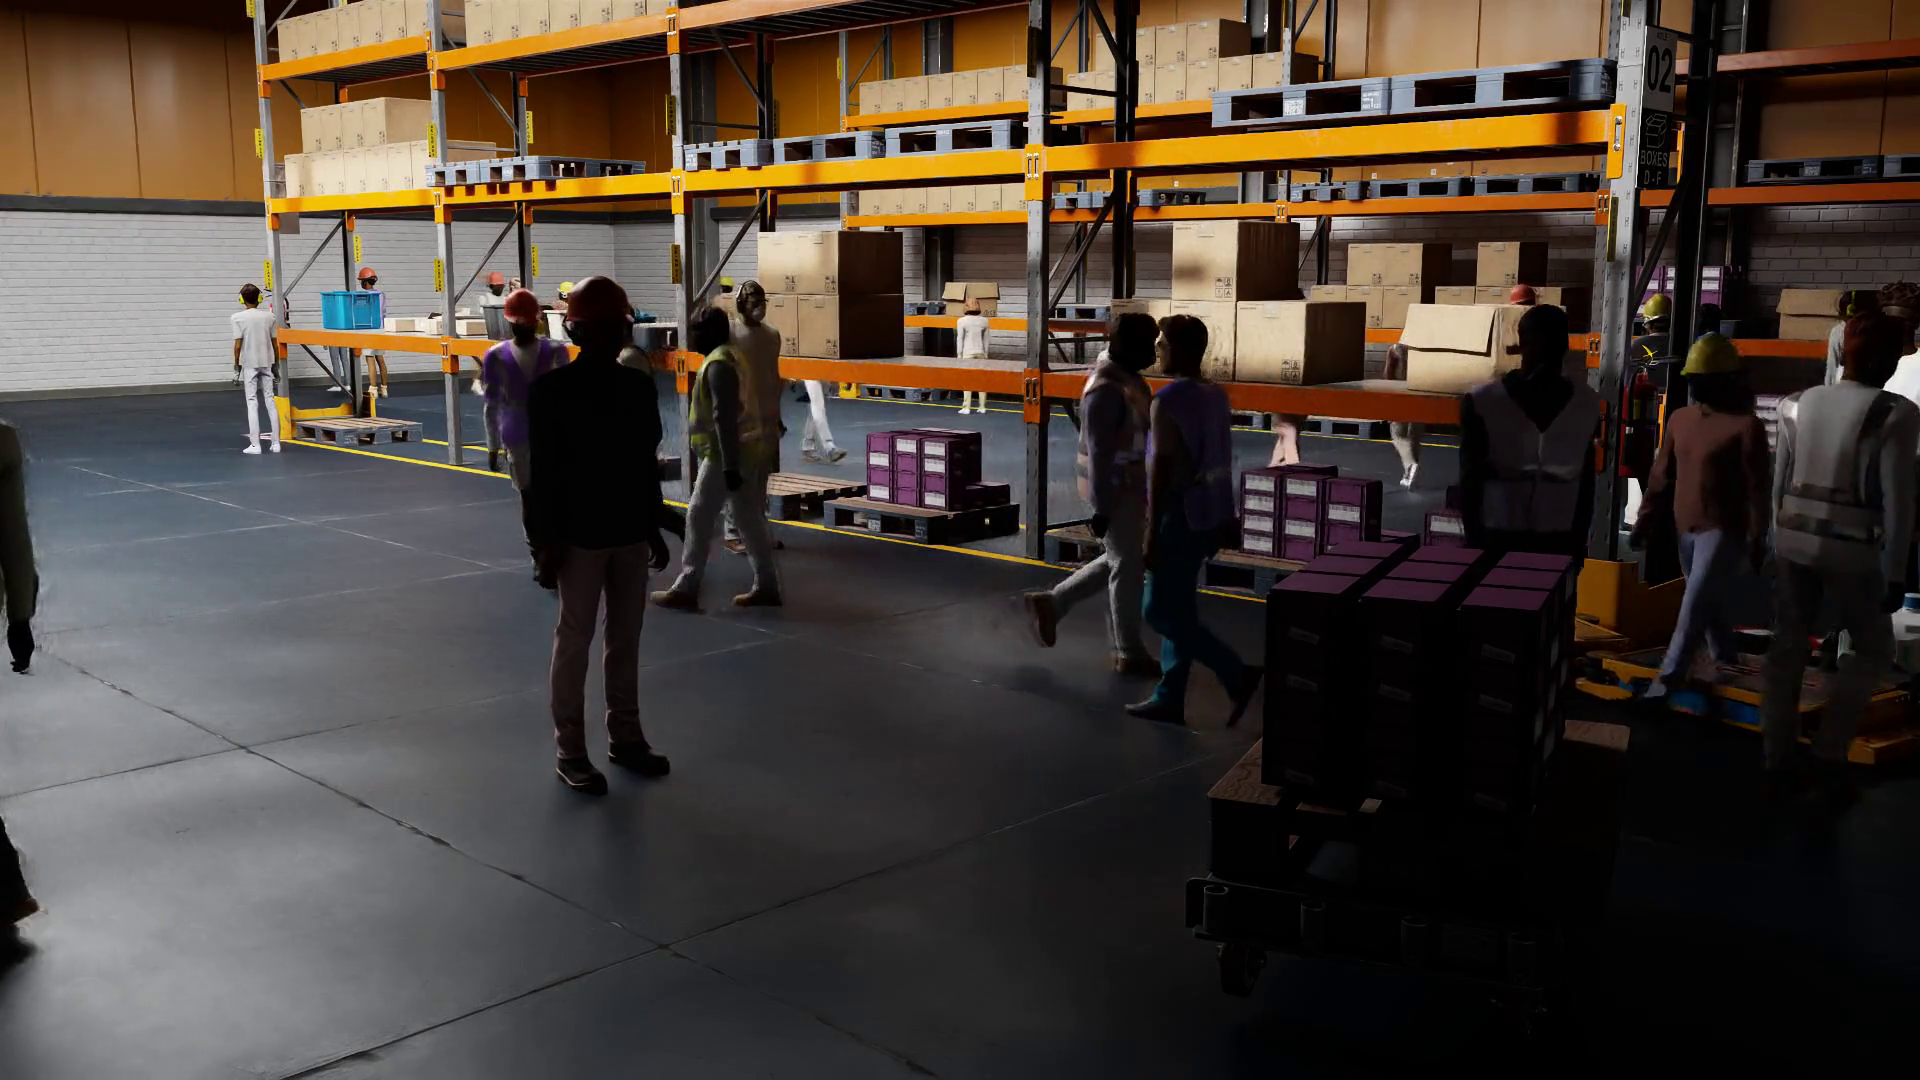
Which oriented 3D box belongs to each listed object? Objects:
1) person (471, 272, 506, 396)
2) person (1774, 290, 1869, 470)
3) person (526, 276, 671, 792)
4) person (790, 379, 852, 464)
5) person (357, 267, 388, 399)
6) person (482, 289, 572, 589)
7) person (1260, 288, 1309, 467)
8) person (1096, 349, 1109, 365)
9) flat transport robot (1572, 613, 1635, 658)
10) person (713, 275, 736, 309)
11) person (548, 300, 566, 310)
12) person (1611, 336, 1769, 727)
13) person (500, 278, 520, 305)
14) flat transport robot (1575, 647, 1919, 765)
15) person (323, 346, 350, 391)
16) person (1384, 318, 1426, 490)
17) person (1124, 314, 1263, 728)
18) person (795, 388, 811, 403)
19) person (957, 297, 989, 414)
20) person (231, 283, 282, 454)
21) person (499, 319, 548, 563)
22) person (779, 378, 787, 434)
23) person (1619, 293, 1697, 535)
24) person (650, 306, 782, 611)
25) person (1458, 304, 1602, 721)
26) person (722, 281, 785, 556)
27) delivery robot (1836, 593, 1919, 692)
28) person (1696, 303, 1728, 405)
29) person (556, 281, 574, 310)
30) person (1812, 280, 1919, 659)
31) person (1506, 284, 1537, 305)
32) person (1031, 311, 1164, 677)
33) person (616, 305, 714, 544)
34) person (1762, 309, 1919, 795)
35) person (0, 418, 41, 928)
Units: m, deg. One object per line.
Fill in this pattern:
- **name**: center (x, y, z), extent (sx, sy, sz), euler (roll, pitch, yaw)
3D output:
- **person**: center (-7.375, -3.246, 26.325), extent (1.047, 1.990, 0.663), euler (9, 13, 42)
- **person**: center (7.954, -1.349, 15.120), extent (0.865, 1.842, 0.526), euler (4, 10, 23)
- **person**: center (-1.399, -0.031, 6.538), extent (0.389, 1.992, 0.625), euler (7, 12, 38)
- **person**: center (-1.395, -1.707, 17.276), extent (0.613, 1.836, 0.959), euler (-8, 12, -40)
- **person**: center (-9.194, -3.220, 25.948), extent (0.371, 2.044, 0.608), euler (3, 10, 19)
- **person**: center (-2.696, -0.626, 10.504), extent (0.590, 1.890, 0.943), euler (-2, 9, -12)
- **person**: center (3.013, -1.349, 15.072), extent (0.641, 1.863, 0.977), euler (-4, 10, -22)
- **person**: center (1.309, -0.979, 13.444), extent (0.524, 1.639, 0.306), euler (-6, 11, -34)
- **flat transport robot**: center (2.655, 0.538, 8.323), extent (1.431, 0.197, 0.652), euler (-2, 9, -10)
- **person**: center (-4.179, -3.740, 29.600), extent (0.522, 1.939, 0.625), euler (-8, 12, -42)
- **person**: center (-5.397, -2.472, 22.688), extent (0.502, 1.611, 0.630), euler (7, 12, 36)
- **person**: center (3.230, -0.029, 7.356), extent (0.861, 1.727, 0.541), euler (-3, 10, -17)
- **person**: center (-6.107, -2.665, 22.989), extent (0.401, 1.901, 0.642), euler (1, 9, 6)
- **flat transport robot**: center (3.552, 0.689, 7.400), extent (0.652, 0.197, 1.431), euler (-6, 11, -32)
- **person**: center (-10.323, -3.275, 27.535), extent (0.285, 1.633, 0.498), euler (4, 10, 25)
- **person**: center (4.138, -1.253, 15.185), extent (0.517, 1.615, 0.691), euler (-1, 9, -7)
- **person**: center (1.017, -0.064, 7.245), extent (0.623, 1.831, 0.587), euler (6, 11, 34)
- **person**: center (-2.297, -3.000, 24.973), extent (0.550, 1.920, 0.574), euler (8, 12, 42)
- **person**: center (0.183, -2.574, 23.277), extent (0.491, 1.626, 0.282), euler (-5, 10, -26)
- **person**: center (-7.717, -1.872, 18.234), extent (0.319, 1.863, 0.532), euler (9, 13, 44)
- **person**: center (-2.958, -0.712, 11.601), extent (0.493, 1.713, 0.852), euler (-4, 10, -24)
- **person**: center (-2.232, -2.098, 20.097), extent (0.585, 1.697, 0.890), euler (-3, 10, -16)
- **person**: center (5.250, -0.936, 12.577), extent (0.590, 1.837, 0.404), euler (0, 9, 2)
- **person**: center (-1.474, -0.476, 9.887), extent (0.858, 1.795, 0.665), euler (0, 9, 2)
- **person**: center (2.301, 0.004, 6.699), extent (0.596, 1.875, 0.896), euler (0, 9, 0)
- **person**: center (-1.492, -0.868, 11.846), extent (0.353, 1.937, 0.635), euler (7, 12, 37)
- **delivery robot**: center (4.296, 0.484, 7.505), extent (0.707, 0.478, 0.477), euler (-6, 11, -32)
- **person**: center (7.262, -1.449, 16.169), extent (0.533, 1.693, 0.319), euler (-7, 12, -38)
- **person**: center (-6.030, -3.045, 25.531), extent (0.403, 1.829, 0.588), euler (-2, 9, -12)
- **person**: center (4.711, -0.329, 8.453), extent (0.370, 1.967, 0.602), euler (-9, 13, -43)
- **person**: center (5.431, -1.471, 15.744), extent (0.594, 1.888, 0.971), euler (-4, 10, -21)
- **person**: center (0.708, -0.225, 8.287), extent (0.722, 1.818, 0.656), euler (3, 10, 17)
- **person**: center (-1.991, -0.628, 10.736), extent (0.673, 1.822, 0.533), euler (-1, 9, -9)
- **person**: center (3.323, 0.067, 6.318), extent (0.472, 1.866, 0.616), euler (-5, 11, -30)
- **person**: center (-3.172, 0.225, 5.137), extent (1.011, 1.955, 0.616), euler (5, 11, 29)
